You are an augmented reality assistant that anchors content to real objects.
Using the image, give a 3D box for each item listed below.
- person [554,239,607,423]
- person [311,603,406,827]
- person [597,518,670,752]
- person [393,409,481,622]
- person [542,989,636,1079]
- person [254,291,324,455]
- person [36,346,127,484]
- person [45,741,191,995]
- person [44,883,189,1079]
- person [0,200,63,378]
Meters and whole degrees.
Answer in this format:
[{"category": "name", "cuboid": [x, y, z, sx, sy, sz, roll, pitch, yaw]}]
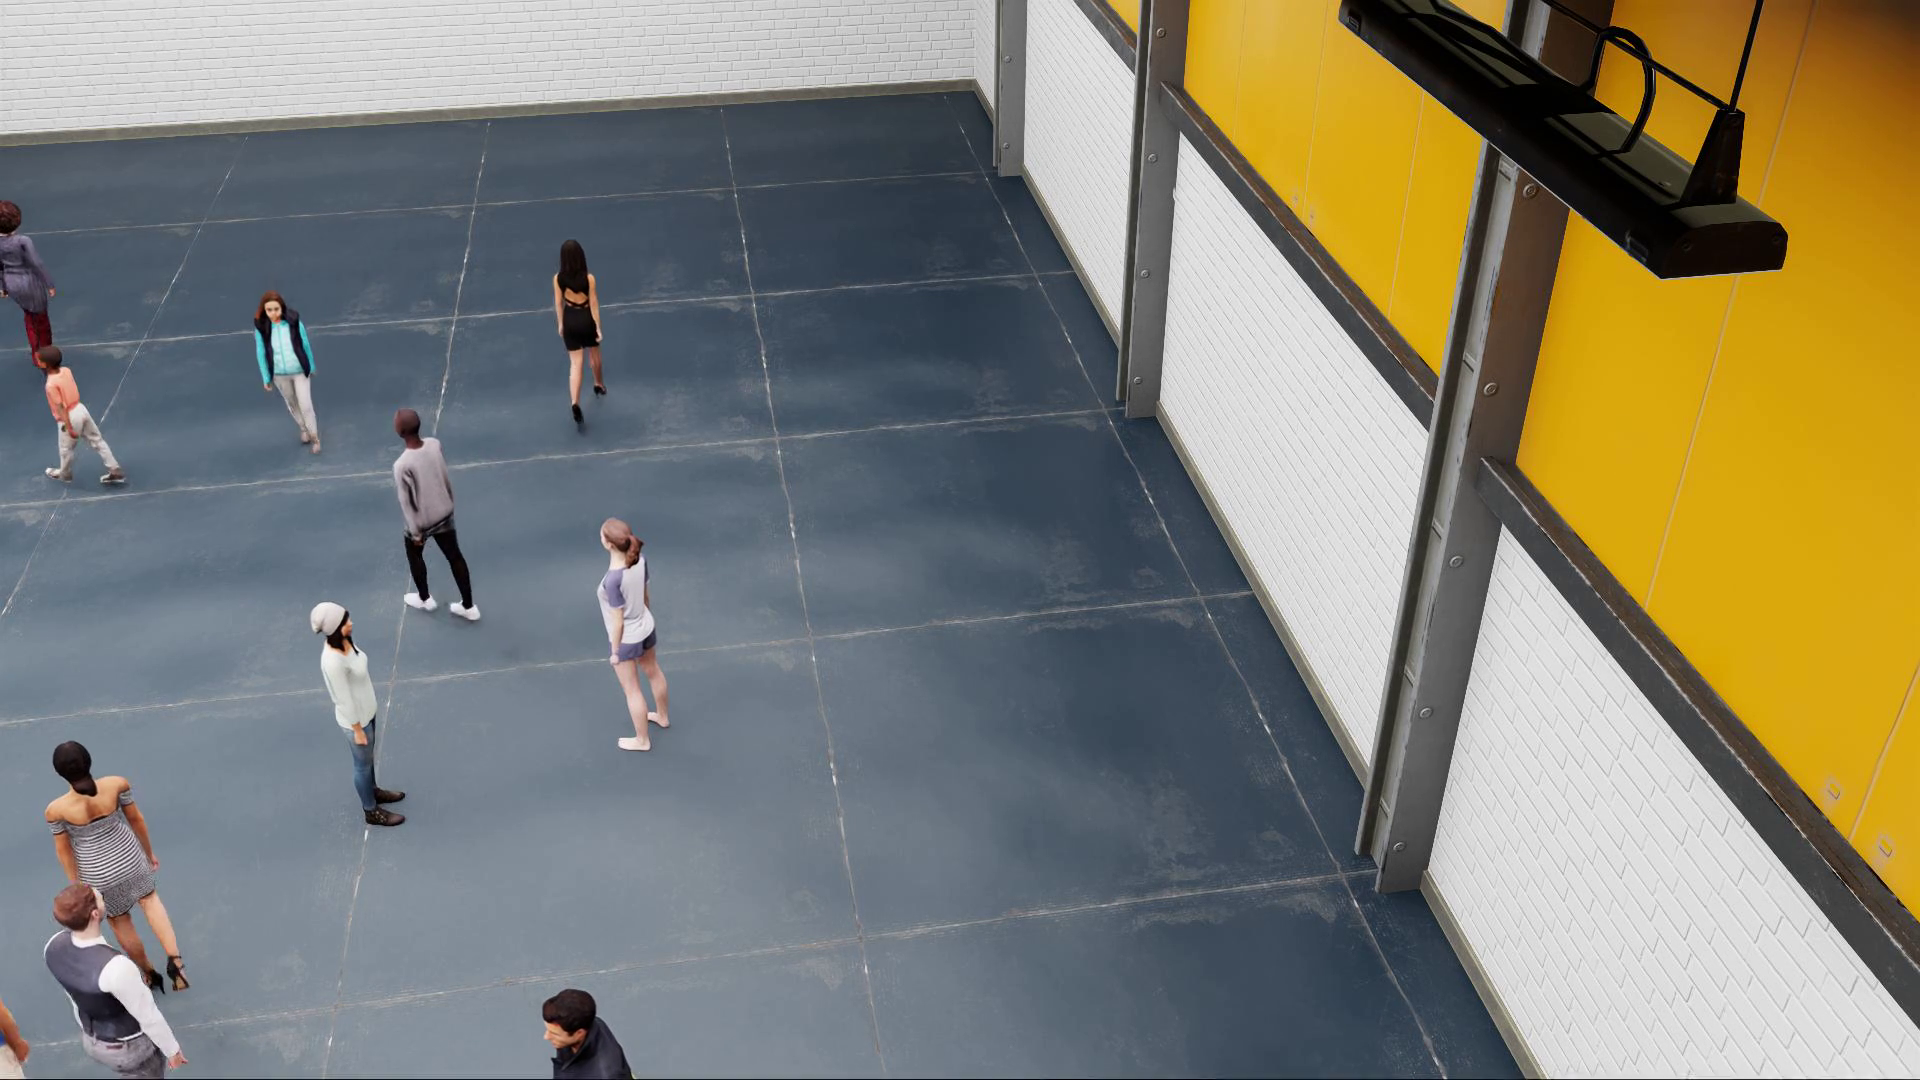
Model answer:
[{"category": "person", "cuboid": [-3.370, -1.808, 14.692, 0.731, 1.615, 1.101, 0, 34, 1]}, {"category": "person", "cuboid": [-3.754, 1.066, 10.342, 0.633, 1.644, 0.445, -7, 34, -11]}, {"category": "person", "cuboid": [-2.153, 0.613, 10.911, 0.739, 1.767, 0.655, 15, 36, 21]}, {"category": "person", "cuboid": [-3.768, -0.140, 12.060, 0.984, 1.749, 0.933, 21, 39, 28]}, {"category": "person", "cuboid": [-1.599, 2.718, 7.602, 0.925, 1.925, 0.773, -20, 39, -27]}, {"category": "person", "cuboid": [-5.788, -1.500, 14.352, 0.626, 1.477, 0.794, -9, 35, -13]}, {"category": "person", "cuboid": [-7.296, -1.011, 13.793, 0.733, 1.282, 0.891, 5, 34, 8]}, {"category": "person", "cuboid": [-4.542, 1.852, 9.006, 0.783, 1.812, 0.856, -28, 43, -36]}, {"category": "person", "cuboid": [-4.102, 2.454, 7.995, 0.809, 1.930, 0.846, 17, 37, 24]}, {"category": "person", "cuboid": [-8.642, -2.267, 15.308, 0.668, 1.696, 0.657, 2, 34, 3]}]
